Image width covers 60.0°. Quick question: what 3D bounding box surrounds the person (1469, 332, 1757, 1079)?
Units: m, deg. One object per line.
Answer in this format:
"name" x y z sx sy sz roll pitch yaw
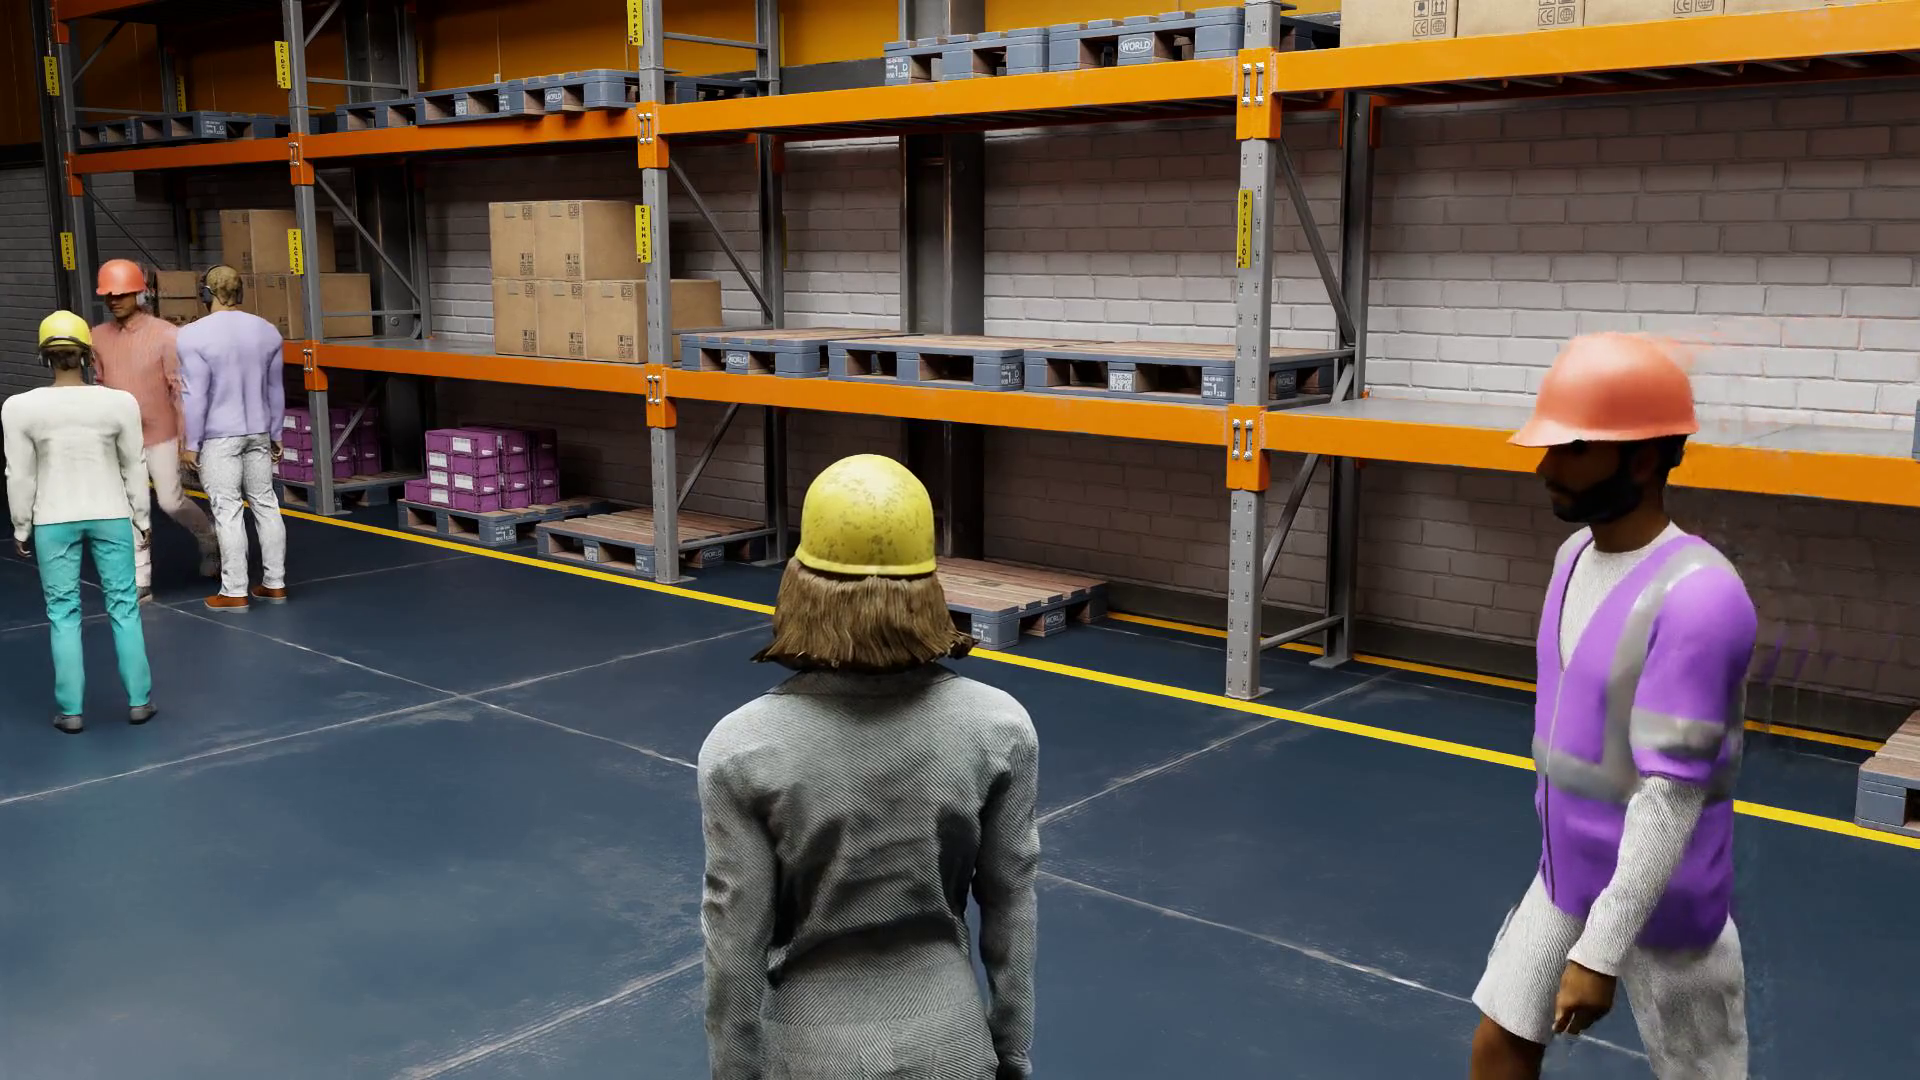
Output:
"person" 1.112 0.586 2.904 1.000 1.884 0.549 -2 10 -9

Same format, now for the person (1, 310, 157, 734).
"person" -3.689 -0.074 6.990 0.533 1.765 0.329 -6 12 -31

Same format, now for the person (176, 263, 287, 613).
"person" -4.047 -0.564 9.283 0.354 1.938 0.636 6 12 30

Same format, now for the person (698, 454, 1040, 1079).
"person" -0.129 0.745 2.384 0.493 1.743 0.297 -4 11 -19

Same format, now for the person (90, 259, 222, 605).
"person" -4.637 -0.631 9.590 0.631 1.962 0.802 1 10 8
